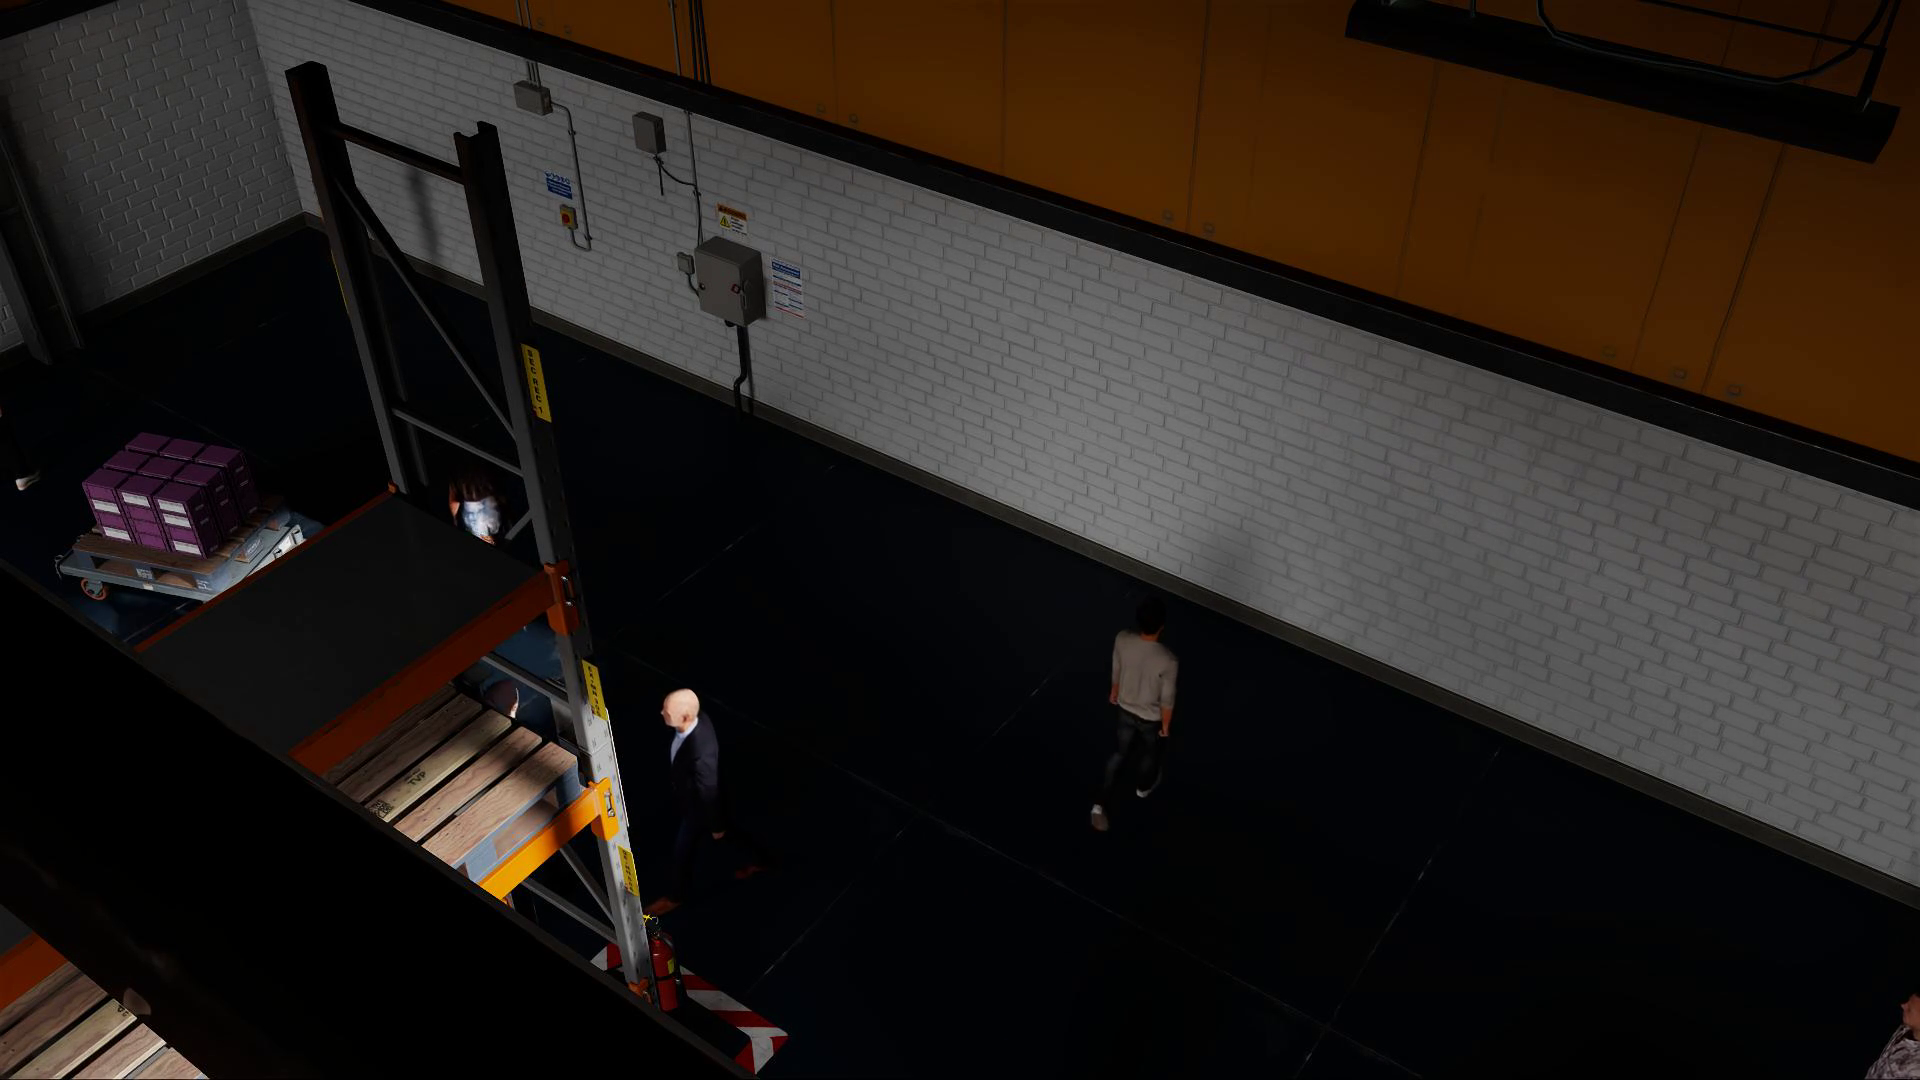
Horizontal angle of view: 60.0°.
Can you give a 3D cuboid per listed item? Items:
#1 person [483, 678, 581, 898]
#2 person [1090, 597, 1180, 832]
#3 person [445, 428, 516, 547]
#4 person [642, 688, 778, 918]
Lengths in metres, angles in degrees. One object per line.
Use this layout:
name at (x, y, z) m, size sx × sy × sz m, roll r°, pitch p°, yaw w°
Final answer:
person at (-2.693, 1.606, 10.059) m, size 0.710 × 1.851 × 0.918 m, roll 20°, pitch 43°, yaw 24°
person at (1.128, 1.147, 10.686) m, size 0.627 × 1.785 × 1.035 m, roll 24°, pitch 44°, yaw 27°
person at (-3.505, -0.070, 12.373) m, size 1.043 × 1.582 × 0.888 m, roll -22°, pitch 43°, yaw -25°
person at (-1.499, 1.564, 10.181) m, size 1.236 × 1.764 × 1.132 m, roll -10°, pitch 40°, yaw -12°
